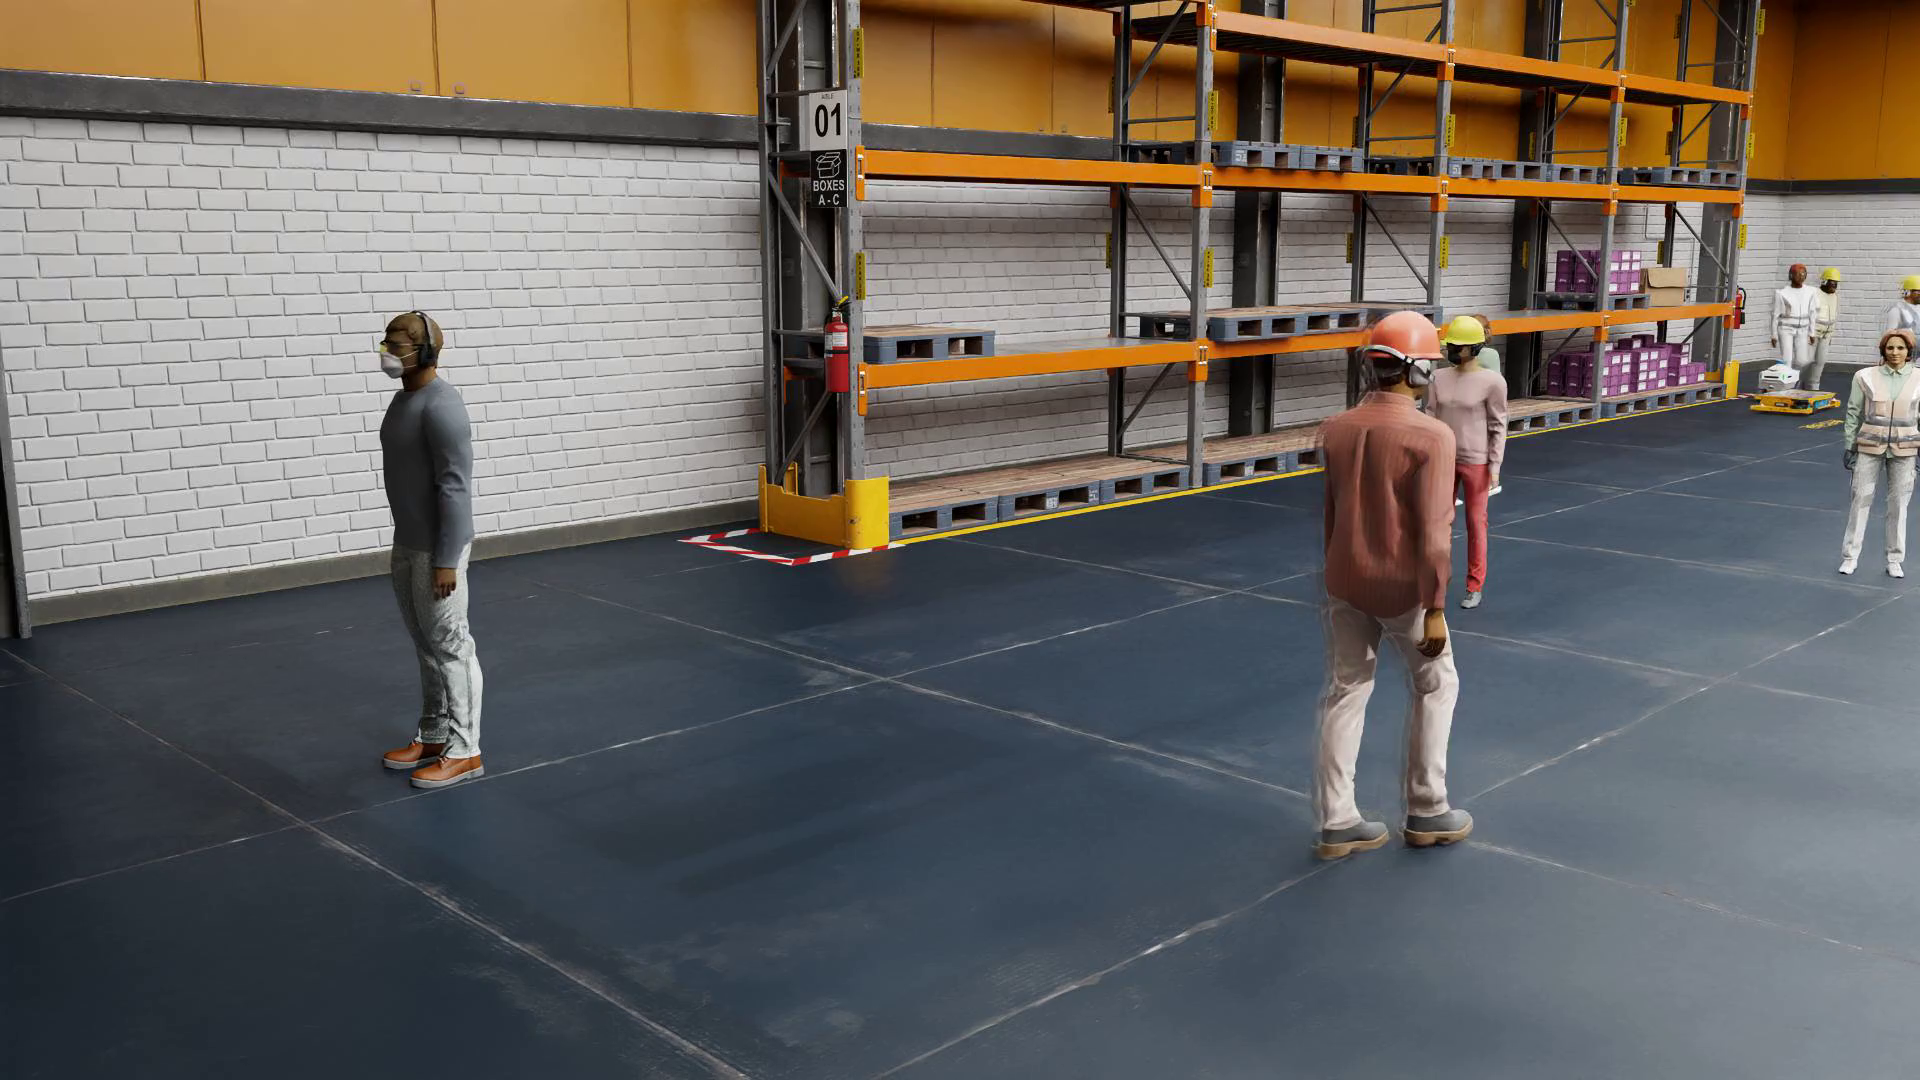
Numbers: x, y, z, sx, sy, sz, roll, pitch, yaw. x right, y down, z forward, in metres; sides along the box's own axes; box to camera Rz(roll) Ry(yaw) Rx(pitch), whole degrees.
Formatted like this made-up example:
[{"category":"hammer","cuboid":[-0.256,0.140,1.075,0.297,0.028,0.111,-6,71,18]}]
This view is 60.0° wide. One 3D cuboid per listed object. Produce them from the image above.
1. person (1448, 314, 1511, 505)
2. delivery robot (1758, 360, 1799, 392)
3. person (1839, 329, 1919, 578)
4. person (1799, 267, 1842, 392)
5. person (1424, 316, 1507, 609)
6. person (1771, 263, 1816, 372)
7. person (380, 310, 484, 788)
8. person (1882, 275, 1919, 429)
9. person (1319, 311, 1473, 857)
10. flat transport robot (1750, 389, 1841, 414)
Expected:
[{"category":"person","cuboid":[4.316,-1.095,13.949,0.859,1.590,0.498,-6,12,-29]},{"category":"delivery robot","cuboid":[11.109,-2.203,22.554,0.477,0.478,0.707,9,14,41]},{"category":"person","cuboid":[6.096,-0.568,10.936,0.517,1.639,0.313,5,12,26]},{"category":"person","cuboid":[11.862,-2.873,23.063,0.614,1.803,0.603,-3,11,-16]},{"category":"person","cuboid":[3.020,-0.466,10.043,0.525,1.765,0.329,10,14,44]},{"category":"person","cuboid":[11.235,-2.803,22.492,0.605,1.869,0.566,0,10,-2]},{"category":"person","cuboid":[-2.188,0.036,6.828,0.368,1.940,0.633,-8,13,-36]},{"category":"person","cuboid":[11.120,-2.205,19.476,0.587,1.785,0.934,-6,12,-31]},{"category":"person","cuboid":[1.616,0.161,6.055,0.785,1.964,0.654,-7,12,-33]},{"category":"flat transport robot","cuboid":[10.688,-1.776,21.258,0.652,0.197,1.431,10,14,43]}]
